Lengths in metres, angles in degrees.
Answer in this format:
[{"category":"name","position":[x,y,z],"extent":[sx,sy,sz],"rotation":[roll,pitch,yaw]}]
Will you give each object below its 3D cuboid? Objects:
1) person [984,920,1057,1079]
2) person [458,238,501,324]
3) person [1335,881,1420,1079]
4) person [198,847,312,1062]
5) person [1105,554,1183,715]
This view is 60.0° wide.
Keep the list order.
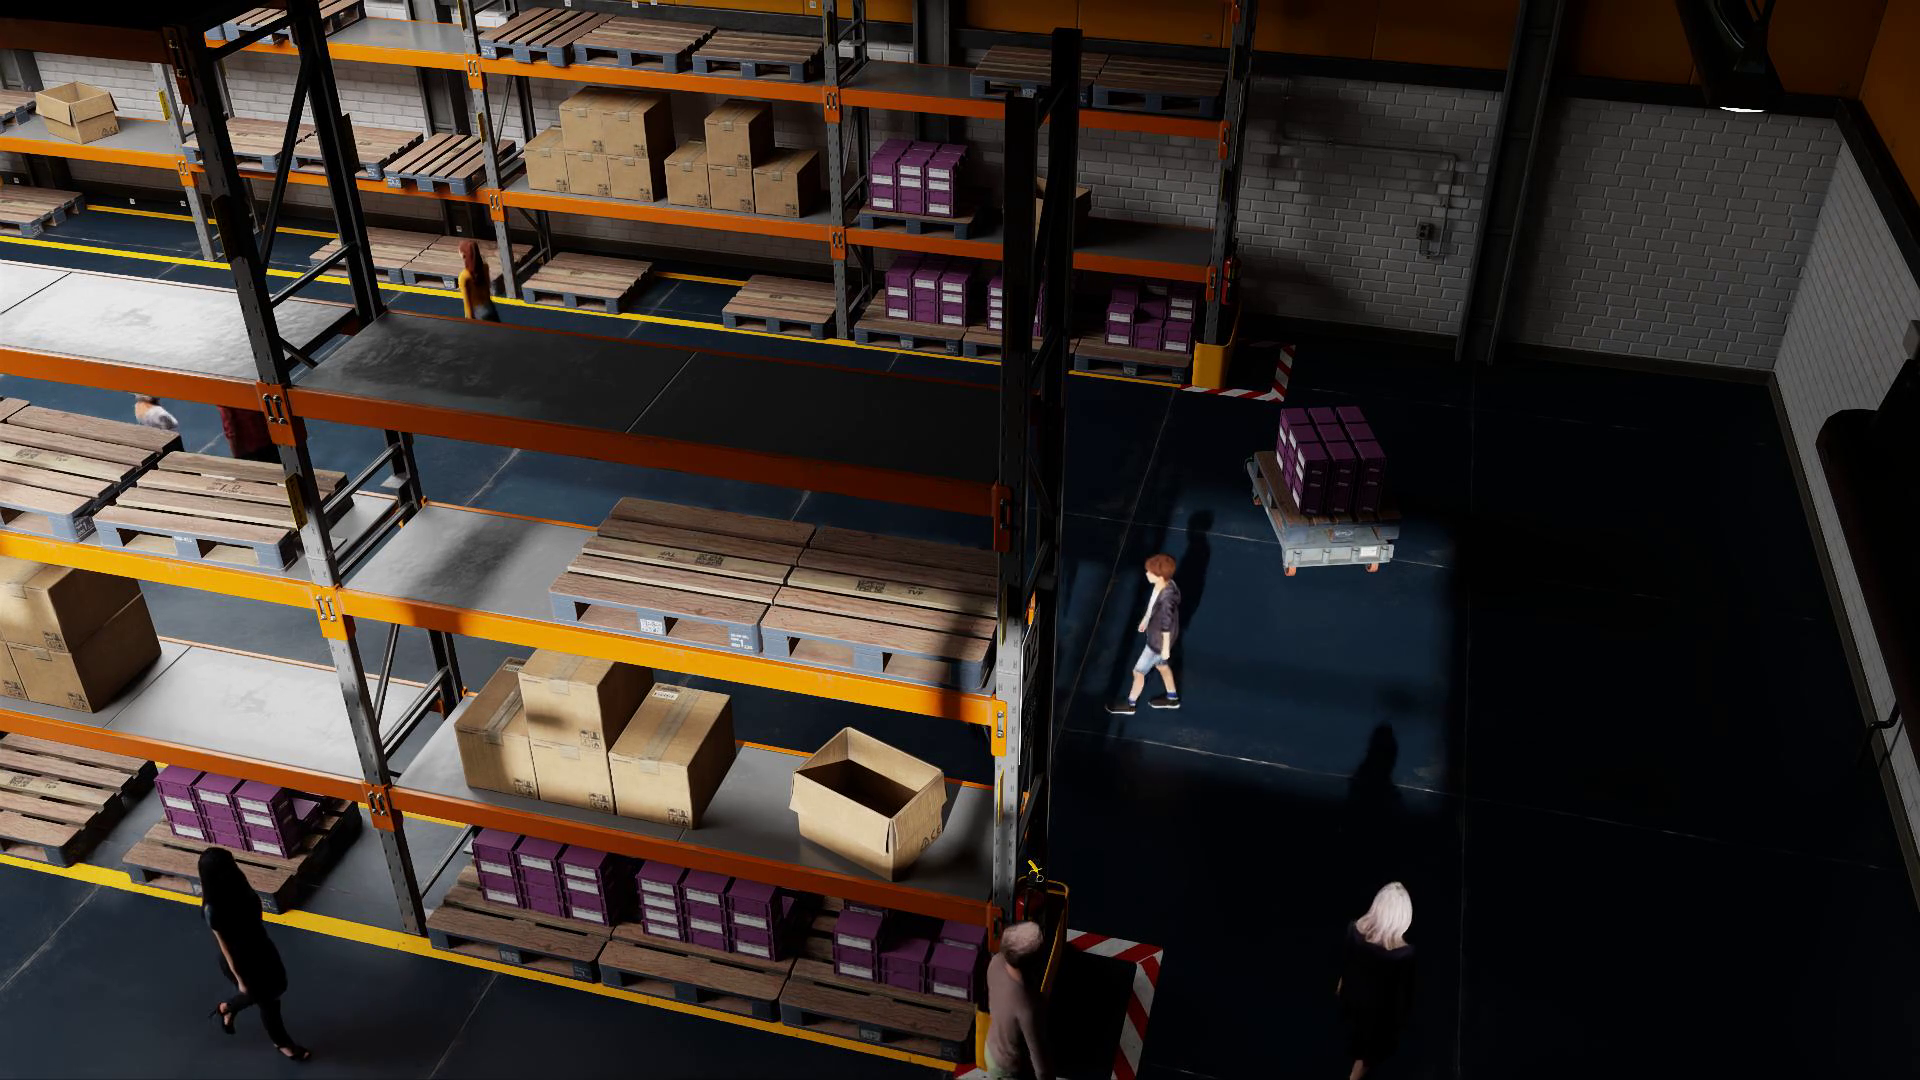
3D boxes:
[{"category":"person","position":[0.218,2.824,9.000],"extent":[0.934,1.851,0.888],"rotation":[-8,34,-11]},{"category":"person","position":[-4.713,-2.168,16.651],"extent":[1.205,1.695,0.848],"rotation":[19,38,27]},{"category":"person","position":[2.258,2.649,9.374],"extent":[0.865,1.728,0.837],"rotation":[-29,43,-36]},{"category":"person","position":[-4.214,2.441,9.692],"extent":[0.841,1.722,0.645],"rotation":[2,34,4]},{"category":"person","position":[1.563,0.729,12.539],"extent":[0.864,1.422,0.654],"rotation":[1,34,2]}]
